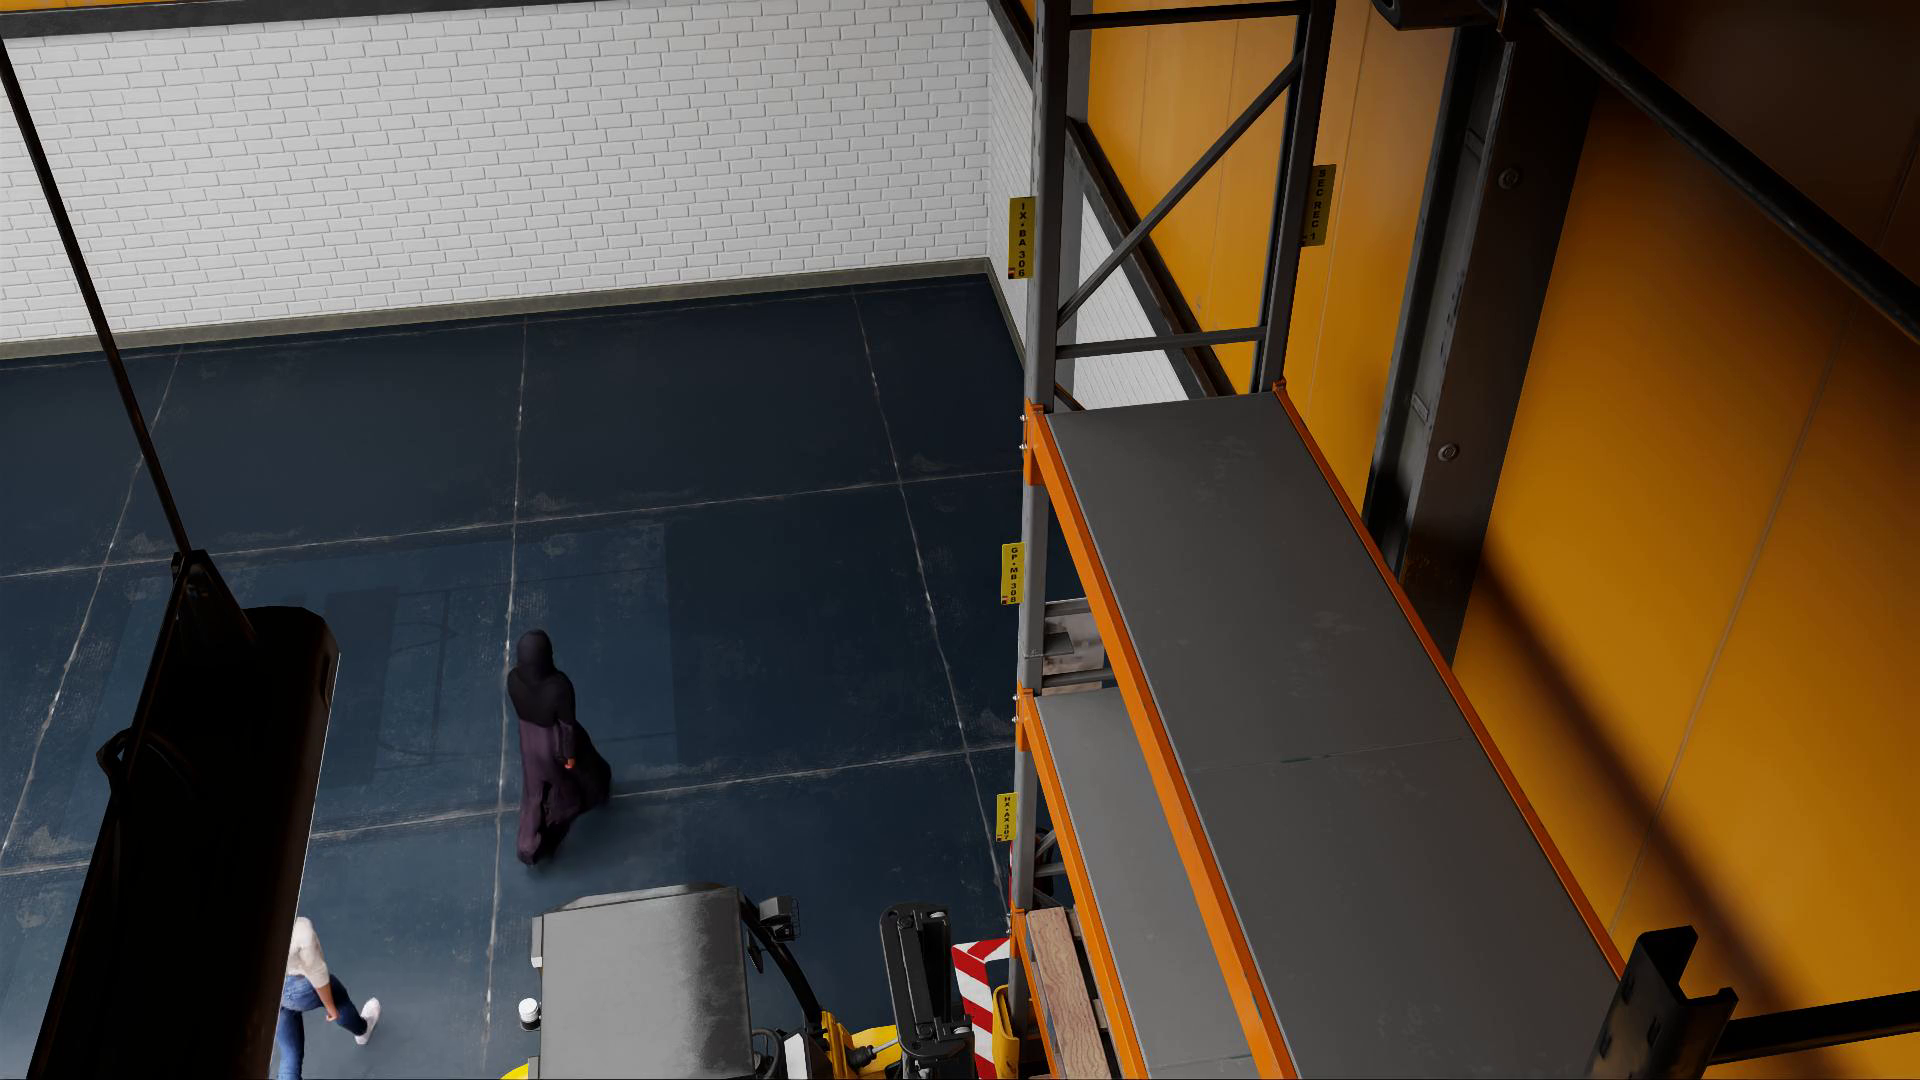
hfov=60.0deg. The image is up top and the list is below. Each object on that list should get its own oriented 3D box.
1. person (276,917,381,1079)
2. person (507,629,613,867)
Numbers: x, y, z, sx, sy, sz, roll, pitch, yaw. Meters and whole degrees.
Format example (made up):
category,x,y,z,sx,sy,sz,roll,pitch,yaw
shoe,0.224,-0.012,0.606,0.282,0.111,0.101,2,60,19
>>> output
category,x,y,z,sx,sy,sz,roll,pitch,yaw
person,-3.373,2.357,8.346,0.790,1.673,1.187,2,39,3
person,-2.469,1.229,9.821,0.935,1.595,1.202,10,40,12
